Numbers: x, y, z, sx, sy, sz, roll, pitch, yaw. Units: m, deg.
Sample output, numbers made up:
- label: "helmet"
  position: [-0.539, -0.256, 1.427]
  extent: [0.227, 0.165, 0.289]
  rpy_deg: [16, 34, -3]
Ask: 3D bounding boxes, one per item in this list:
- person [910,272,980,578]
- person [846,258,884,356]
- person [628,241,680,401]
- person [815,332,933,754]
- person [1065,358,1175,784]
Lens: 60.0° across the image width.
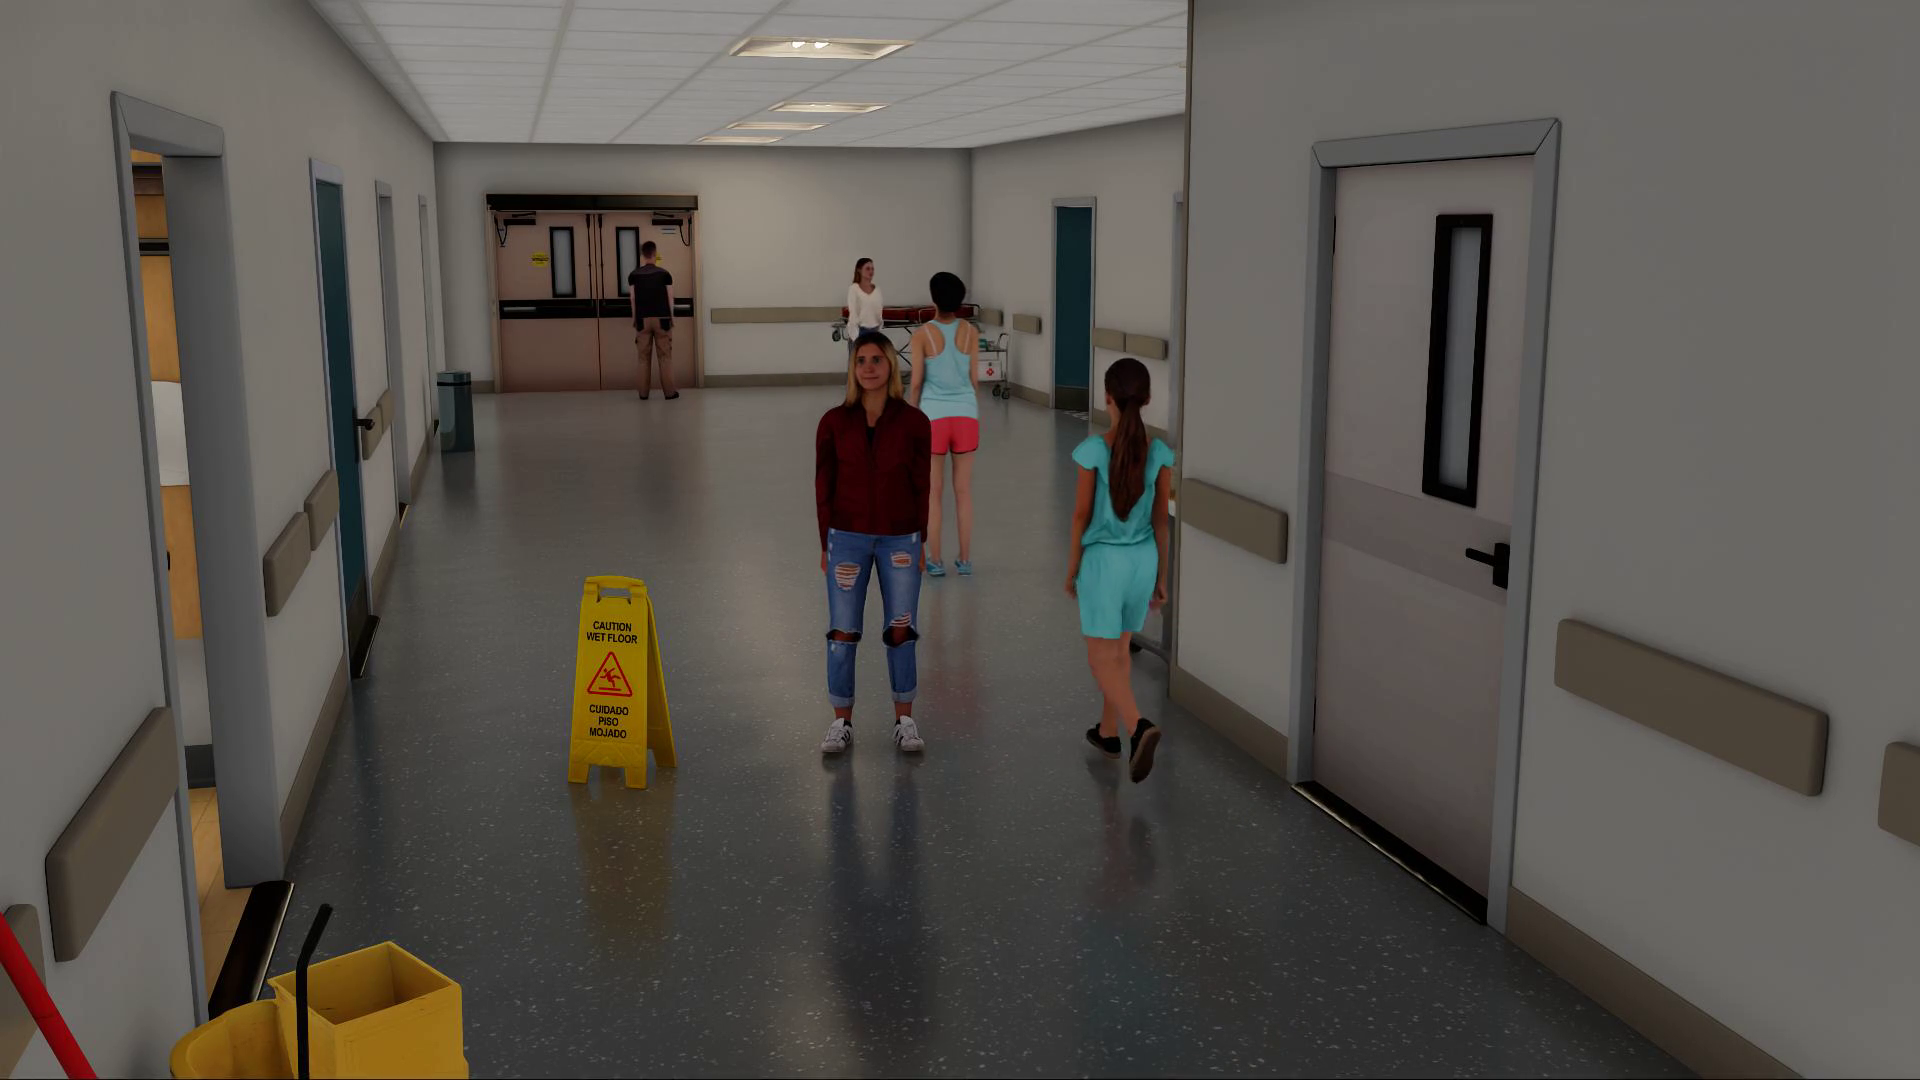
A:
- label: "person"
  position: [-0.066, -0.671, 9.672]
  extent: [0.586, 1.766, 0.611]
  rpy_deg: [-2, 11, -10]
- label: "person"
  position: [-1.061, -2.104, 17.478]
  extent: [0.776, 1.670, 0.881]
  rpy_deg: [-7, 13, -33]
- label: "person"
  position: [-3.612, -2.583, 19.540]
  extent: [0.747, 1.842, 0.692]
  rpy_deg: [0, 11, 1]
- label: "person"
  position: [-0.332, 0.010, 6.431]
  extent: [0.643, 1.635, 0.596]
  rpy_deg: [-1, 11, -3]
- label: "person"
  position: [0.598, 0.131, 6.072]
  extent: [0.545, 1.531, 0.981]
  rpy_deg: [-3, 11, -14]
